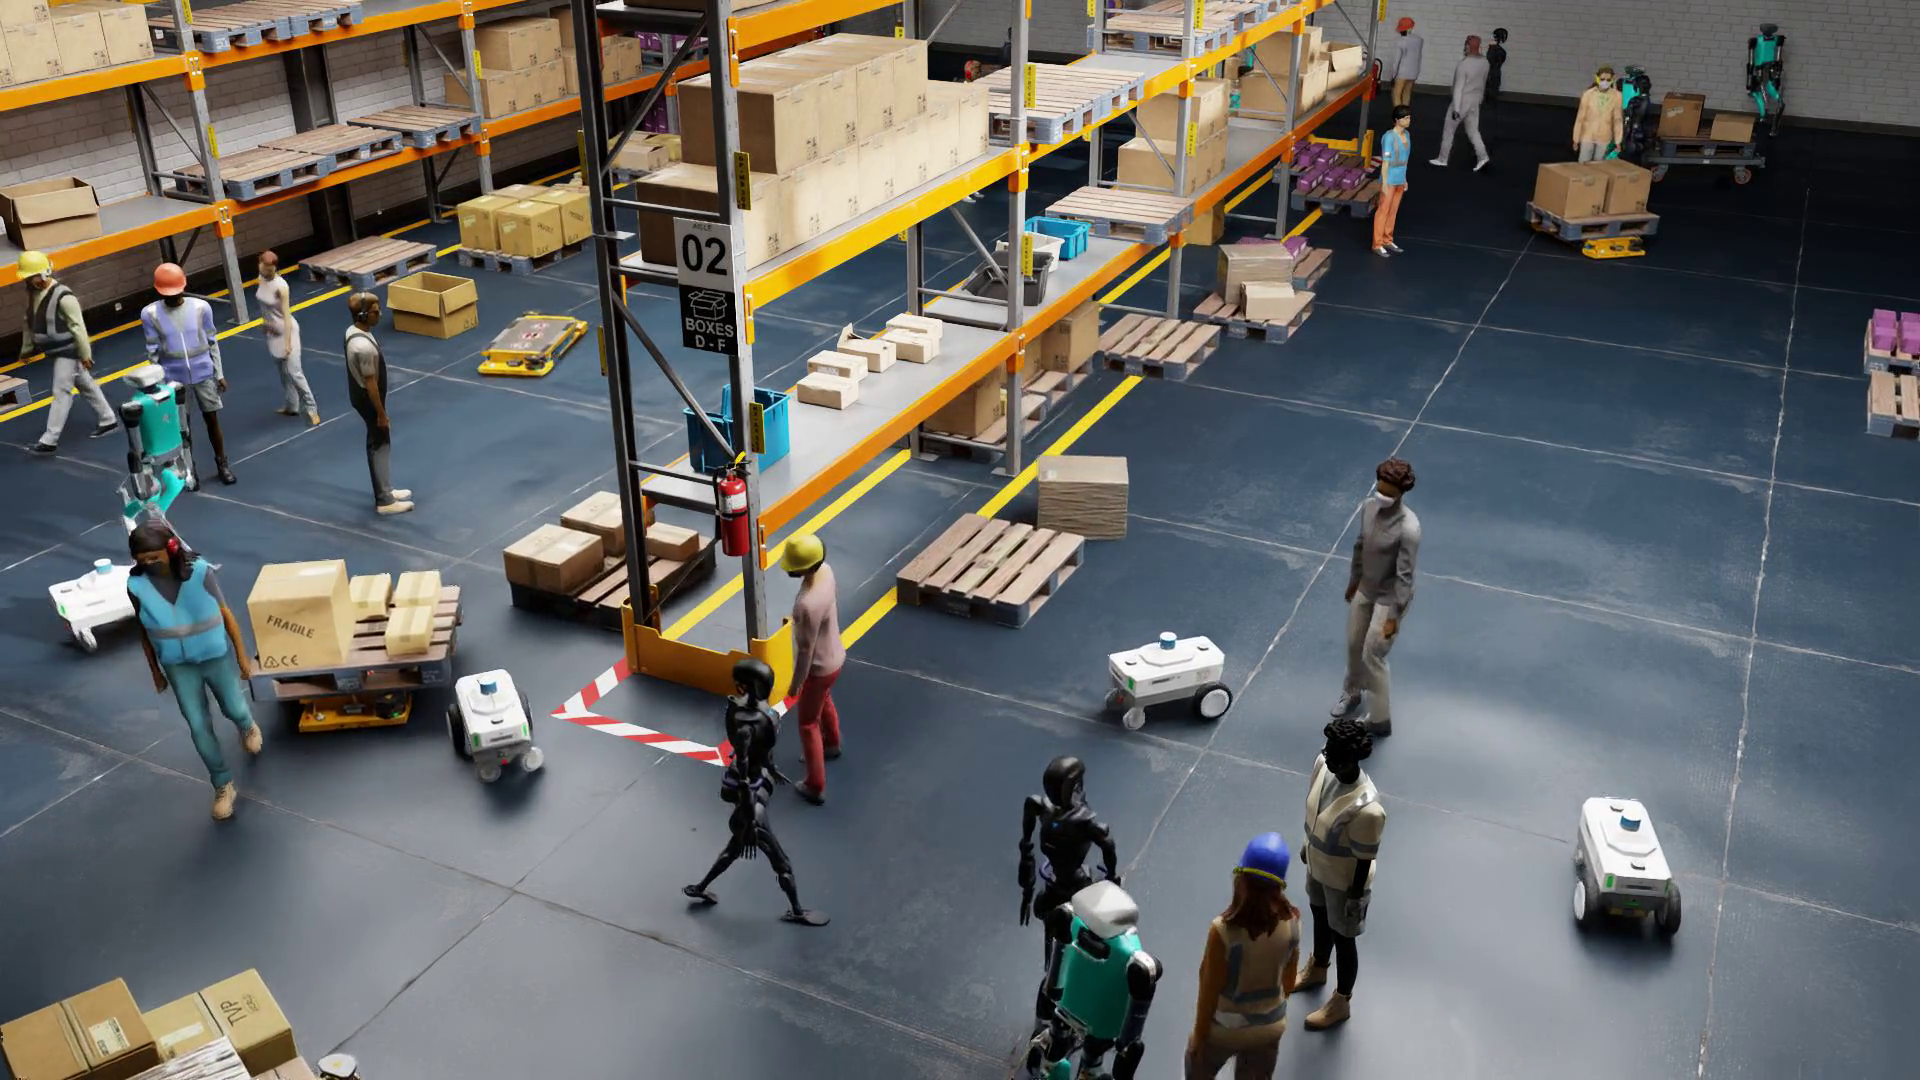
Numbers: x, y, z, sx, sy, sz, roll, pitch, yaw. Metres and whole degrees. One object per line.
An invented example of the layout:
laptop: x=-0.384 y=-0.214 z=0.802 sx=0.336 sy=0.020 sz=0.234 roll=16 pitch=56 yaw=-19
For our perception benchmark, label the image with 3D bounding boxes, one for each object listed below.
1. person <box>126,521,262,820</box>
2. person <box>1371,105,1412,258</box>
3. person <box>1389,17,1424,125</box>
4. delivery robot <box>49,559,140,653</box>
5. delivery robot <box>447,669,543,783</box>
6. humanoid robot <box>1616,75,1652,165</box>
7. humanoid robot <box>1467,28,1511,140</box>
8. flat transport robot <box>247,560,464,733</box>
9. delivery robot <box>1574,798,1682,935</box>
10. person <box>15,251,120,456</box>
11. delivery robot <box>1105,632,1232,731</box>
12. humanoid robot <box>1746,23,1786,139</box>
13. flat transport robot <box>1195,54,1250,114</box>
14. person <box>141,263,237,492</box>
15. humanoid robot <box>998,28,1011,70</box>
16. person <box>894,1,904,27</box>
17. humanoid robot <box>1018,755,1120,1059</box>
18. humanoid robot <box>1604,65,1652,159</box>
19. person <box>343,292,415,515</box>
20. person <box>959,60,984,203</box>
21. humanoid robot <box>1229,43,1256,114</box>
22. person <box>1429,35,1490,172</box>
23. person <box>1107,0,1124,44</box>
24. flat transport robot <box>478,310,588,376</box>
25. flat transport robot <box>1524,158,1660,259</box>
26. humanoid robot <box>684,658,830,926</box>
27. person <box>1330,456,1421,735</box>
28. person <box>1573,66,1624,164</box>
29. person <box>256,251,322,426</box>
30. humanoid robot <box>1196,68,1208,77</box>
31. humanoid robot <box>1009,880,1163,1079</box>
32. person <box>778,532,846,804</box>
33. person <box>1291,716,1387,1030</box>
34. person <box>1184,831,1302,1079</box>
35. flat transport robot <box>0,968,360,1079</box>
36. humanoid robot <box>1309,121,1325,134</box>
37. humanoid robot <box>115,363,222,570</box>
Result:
person: x=-4.430 y=0.664 z=9.680 sx=0.560 sy=1.843 sz=0.758 roll=-9 pitch=28 yaw=-17
person: x=5.133 y=-4.247 z=19.668 sx=0.326 sy=1.767 sz=0.486 roll=24 pitch=35 yaw=39
person: x=6.919 y=-7.184 z=25.662 sx=0.650 sy=1.721 sz=0.599 roll=-13 pitch=29 yaw=-25
delivery robot: x=-5.891 y=0.417 z=11.627 sx=0.778 sy=0.606 sz=0.508 roll=-18 pitch=32 yaw=-32
delivery robot: x=-2.871 y=1.107 z=10.238 sx=0.509 sy=0.611 sz=0.783 roll=-11 pitch=28 yaw=-21
humanoid robot: x=8.827 y=-5.232 z=21.766 sx=0.606 sy=1.646 sz=0.457 roll=-22 pitch=34 yaw=-37
humanoid robot: x=8.077 y=-6.882 z=25.106 sx=0.632 sy=1.643 sz=0.593 roll=1 pitch=26 yaw=2
flat transport robot: x=-3.962 y=0.820 z=11.123 sx=0.659 sy=0.231 sz=1.431 roll=-4 pitch=27 yaw=-9
delivery robot: x=3.568 y=1.743 z=8.950 sx=0.499 sy=0.608 sz=0.797 roll=4 pitch=27 yaw=7
person: x=-7.849 y=-1.622 z=14.354 sx=0.584 sy=1.777 sz=0.936 roll=19 pitch=32 yaw=33
delivery robot: x=1.340 y=0.880 z=10.695 sx=0.814 sy=0.611 sz=0.499 roll=-10 pitch=28 yaw=-19
humanoid robot: x=12.093 y=-6.773 z=24.873 sx=0.580 sy=1.756 sz=1.067 roll=-2 pitch=26 yaw=-3
flat transport robot: x=4.388 y=-7.086 z=27.091 sx=1.431 sy=0.231 sz=0.659 roll=21 pitch=33 yaw=36
person: x=-6.304 y=-1.338 z=13.613 sx=0.542 sy=1.927 sz=0.370 roll=-15 pitch=30 yaw=-27
humanoid robot: x=0.639 y=-6.994 z=25.343 sx=0.574 sy=1.619 sz=0.635 roll=-1 pitch=26 yaw=-2
person: x=-1.007 y=-9.510 z=30.231 sx=0.365 sy=1.830 sz=0.503 roll=14 pitch=29 yaw=26
humanoid robot: x=0.579 y=1.677 z=7.824 sx=0.587 sy=1.636 sz=0.605 roll=19 pitch=32 yaw=34
humanoid robot: x=8.551 y=-5.296 z=21.825 sx=0.805 sy=1.774 sz=0.631 roll=-10 pitch=28 yaw=-20
person: x=-4.638 y=-1.078 z=13.196 sx=0.361 sy=1.836 sz=0.509 roll=-12 pitch=29 yaw=-23
person: x=0.099 y=-5.378 z=21.877 sx=0.379 sy=1.836 sz=0.562 roll=10 pitch=28 yaw=20
humanoid robot: x=4.178 y=-6.718 z=24.836 sx=0.785 sy=1.882 sz=0.533 roll=7 pitch=27 yaw=15
person: x=7.136 y=-6.128 z=23.354 sx=0.652 sy=1.870 sz=0.920 roll=-16 pitch=30 yaw=-29
person: x=2.642 y=-8.996 z=29.083 sx=0.401 sy=1.920 sz=0.587 roll=-13 pitch=29 yaw=-25
flat transport robot: x=-4.299 y=-1.987 z=16.792 sx=0.659 sy=0.231 sz=1.431 roll=3 pitch=26 yaw=6
flat transport robot: x=7.661 y=-3.722 z=20.296 sx=0.659 sy=0.231 sz=1.431 roll=-6 pitch=27 yaw=-12
humanoid robot: x=-1.104 y=1.300 z=8.654 sx=0.813 sy=1.639 sz=0.608 roll=3 pitch=26 yaw=5
person: x=2.621 y=0.333 z=10.292 sx=0.421 sy=1.883 sz=0.576 roll=-10 pitch=28 yaw=-20
person: x=8.198 y=-5.133 z=21.378 sx=0.579 sy=1.828 sz=0.943 roll=4 pitch=27 yaw=9
person: x=-6.110 y=-1.830 z=14.945 sx=0.615 sy=1.631 sz=0.277 roll=23 pitch=34 yaw=38
humanoid robot: x=3.426 y=-6.230 z=23.778 sx=0.600 sy=1.648 sz=0.380 roll=20 pitch=33 yaw=35
humanoid robot: x=0.349 y=2.240 z=6.614 sx=0.814 sy=1.783 sz=0.557 roll=-21 pitch=33 yaw=-36
person: x=-0.841 y=0.697 z=9.719 sx=0.344 sy=1.740 sz=0.582 roll=3 pitch=27 yaw=6
person: x=1.806 y=1.578 z=7.988 sx=0.319 sy=1.693 sz=0.531 roll=-8 pitch=27 yaw=-15
person: x=1.190 y=2.032 z=7.010 sx=0.511 sy=1.732 sz=0.484 roll=-7 pitch=27 yaw=-13
flat transport robot: x=-3.218 y=2.771 z=7.181 sx=1.431 sy=0.231 sz=0.659 roll=-20 pitch=32 yaw=-34
humanoid robot: x=5.269 y=-6.693 z=24.703 sx=0.643 sy=1.844 sz=0.538 roll=2 pitch=26 yaw=3
humanoid robot: x=-5.913 y=-0.486 z=12.081 sx=0.769 sy=1.743 sz=0.587 roll=10 pitch=28 yaw=20
